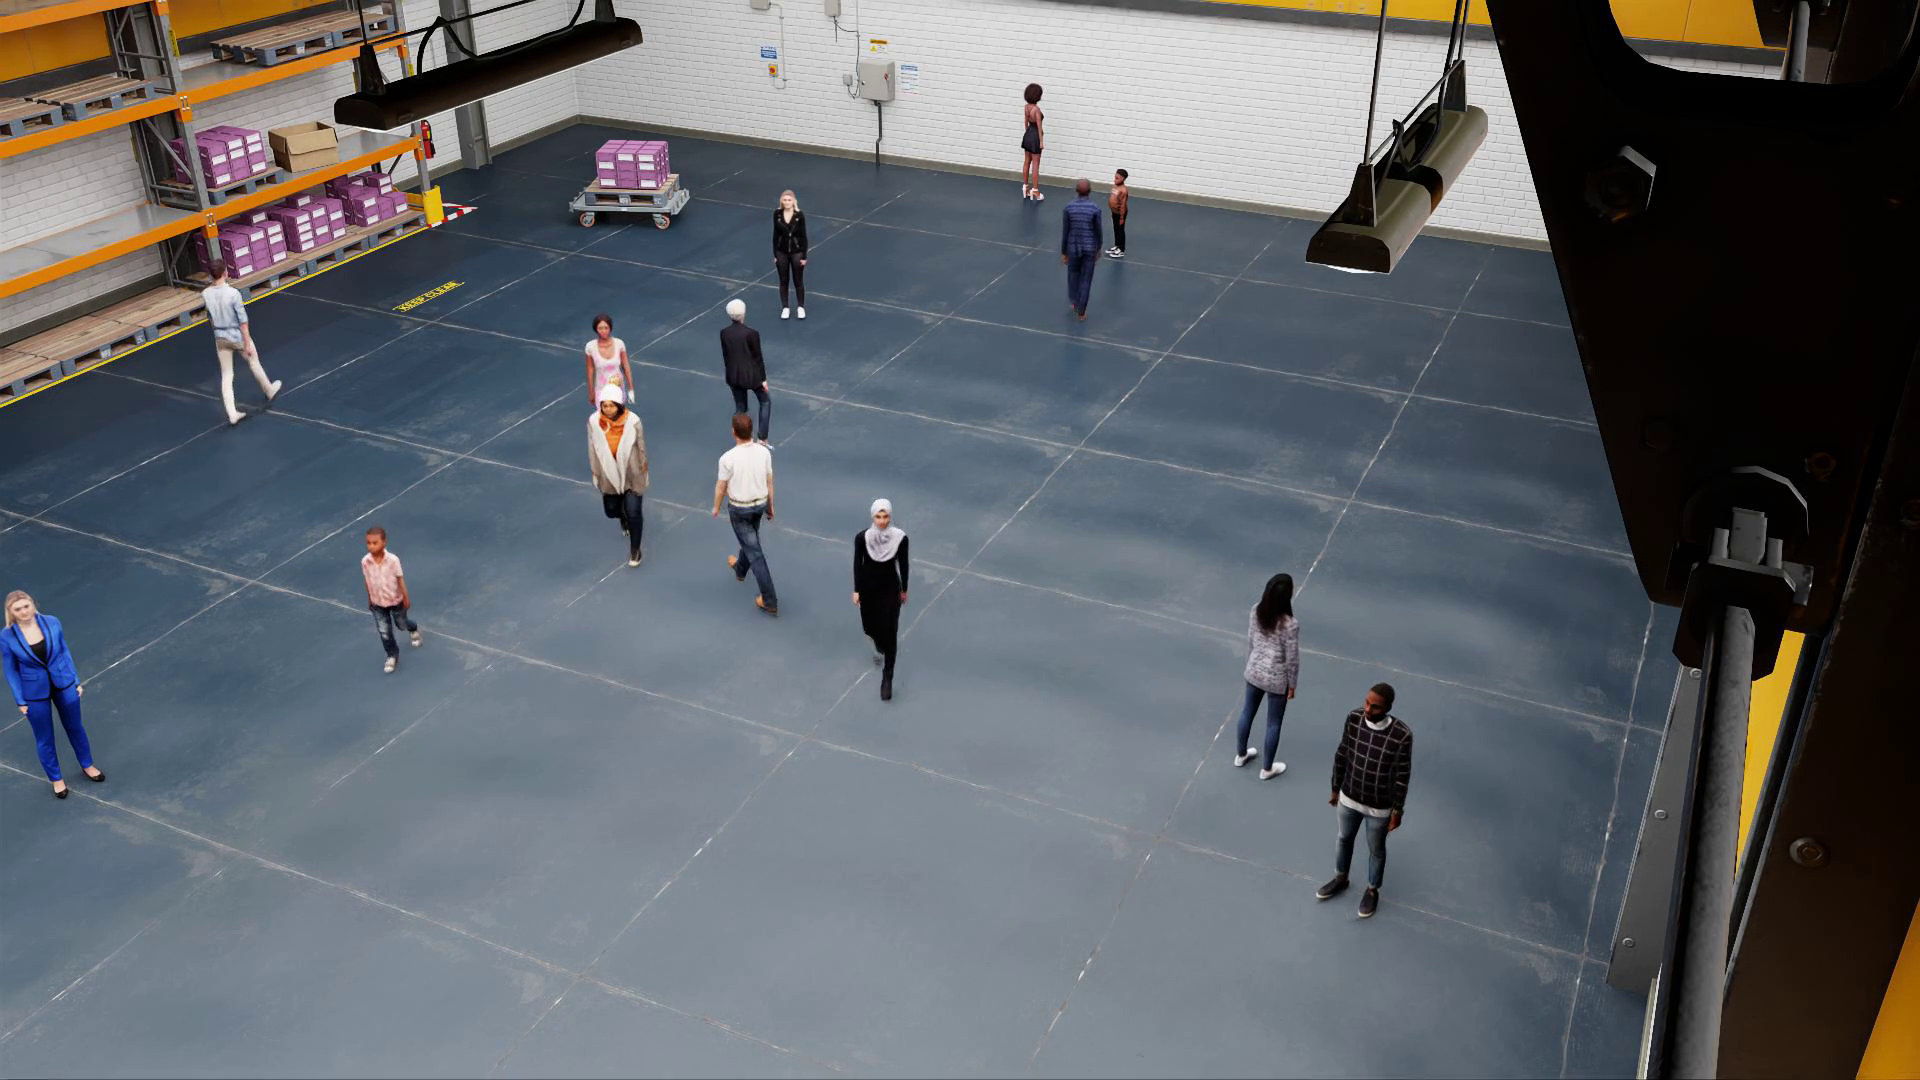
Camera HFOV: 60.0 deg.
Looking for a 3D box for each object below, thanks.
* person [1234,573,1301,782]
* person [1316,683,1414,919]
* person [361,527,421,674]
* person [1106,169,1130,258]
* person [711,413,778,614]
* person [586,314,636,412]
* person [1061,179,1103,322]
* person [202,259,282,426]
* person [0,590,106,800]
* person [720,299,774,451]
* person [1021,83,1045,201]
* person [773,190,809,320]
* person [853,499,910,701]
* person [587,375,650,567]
[{"bbox_3d":[2.342,1.022,12.646,0.668,1.731,0.632,25,37,38],"label":"person"},{"bbox_3d":[2.776,1.725,11.267,0.717,1.818,0.618,20,34,32],"label":"person"},{"bbox_3d":[-4.844,0.455,14.136,0.687,1.299,0.848,1,29,2],"label":"person"},{"bbox_3d":[2.263,-4.643,23.528,0.646,1.255,0.586,-10,30,-18],"label":"person"},{"bbox_3d":[-1.845,-0.199,14.809,1.254,1.804,1.130,-20,34,-32],"label":"person"},{"bbox_3d":[-3.665,-1.551,17.397,1.080,1.700,1.123,-11,30,-19],"label":"person"},{"bbox_3d":[1.556,-3.671,21.181,0.794,1.798,0.999,6,29,10],"label":"person"},{"bbox_3d":[-8.106,-2.158,18.401,0.906,1.803,1.255,4,29,8],"label":"person"},{"bbox_3d":[-6.857,1.126,12.487,0.741,1.701,0.591,24,37,37],"label":"person"},{"bbox_3d":[-2.250,-1.646,17.475,0.769,1.762,0.666,10,30,18],"label":"person"},{"bbox_3d":[1.129,-6.178,25.785,0.680,1.790,0.647,-17,33,-29],"label":"person"},{"bbox_3d":[-2.174,-3.656,21.271,0.670,1.685,0.658,2,29,3],"label":"person"},{"bbox_3d":[-0.660,0.408,13.743,0.880,1.760,1.117,-1,29,-1],"label":"person"},{"bbox_3d":[-3.176,-0.701,15.657,0.954,1.873,1.105,-1,29,-2],"label":"person"}]
